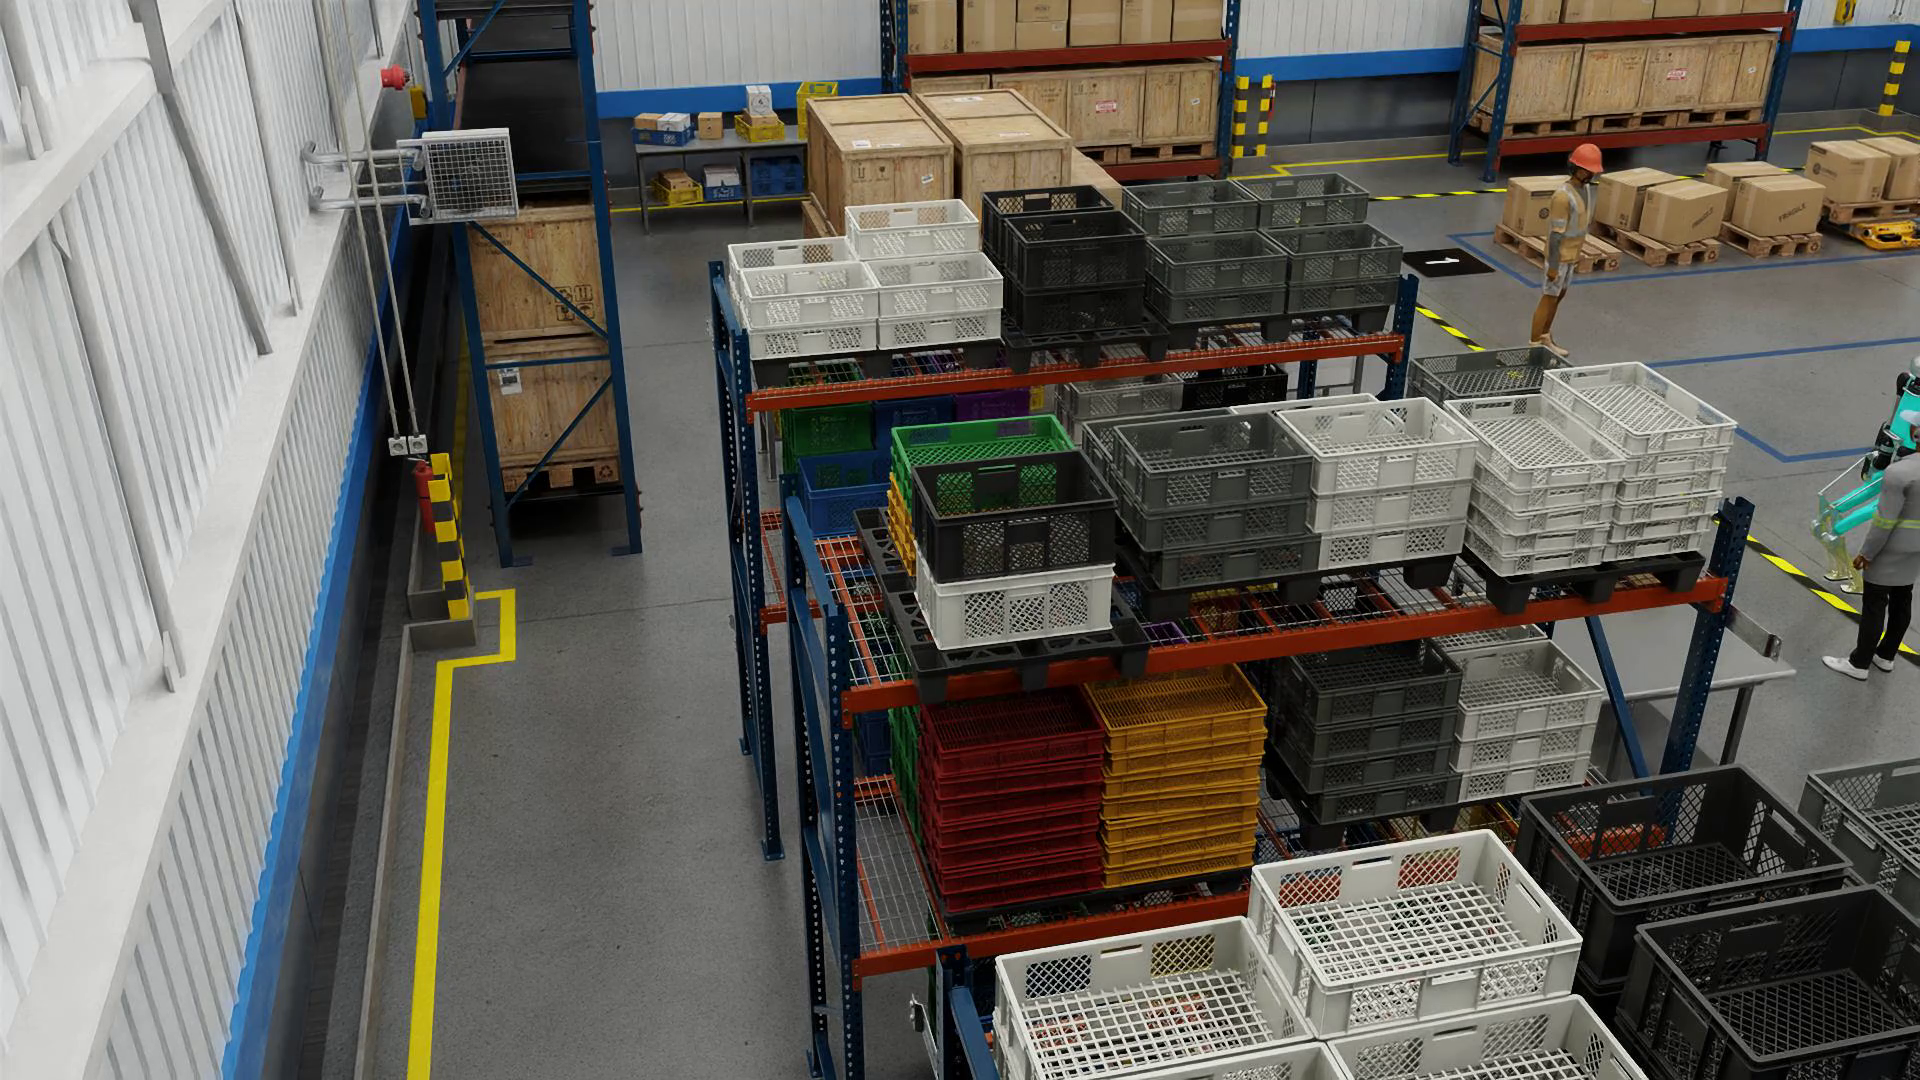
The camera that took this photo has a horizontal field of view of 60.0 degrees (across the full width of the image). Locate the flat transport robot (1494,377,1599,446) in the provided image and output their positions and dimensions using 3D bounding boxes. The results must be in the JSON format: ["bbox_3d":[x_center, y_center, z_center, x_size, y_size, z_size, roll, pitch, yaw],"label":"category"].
[{"bbox_3d":[4.780,-1.036,14.013,0.659,0.231,1.431,-6,28,-12],"label":"flat transport robot"}]

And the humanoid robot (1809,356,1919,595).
[{"bbox_3d":[6.075,-0.430,11.142,0.735,1.677,0.533,-1,28,-2],"label":"humanoid robot"}]

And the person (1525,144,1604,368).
[{"bbox_3d":[5.487,-2.572,15.033,0.394,2.033,0.612,20,34,32],"label":"person"}]

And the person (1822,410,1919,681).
[{"bbox_3d":[5.810,0.016,10.318,0.589,1.852,0.367,-11,30,-20],"label":"person"}]

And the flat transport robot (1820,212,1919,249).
[{"bbox_3d":[10.238,-3.634,18.911,0.652,0.197,1.431,-6,28,-12],"label":"flat transport robot"}]
